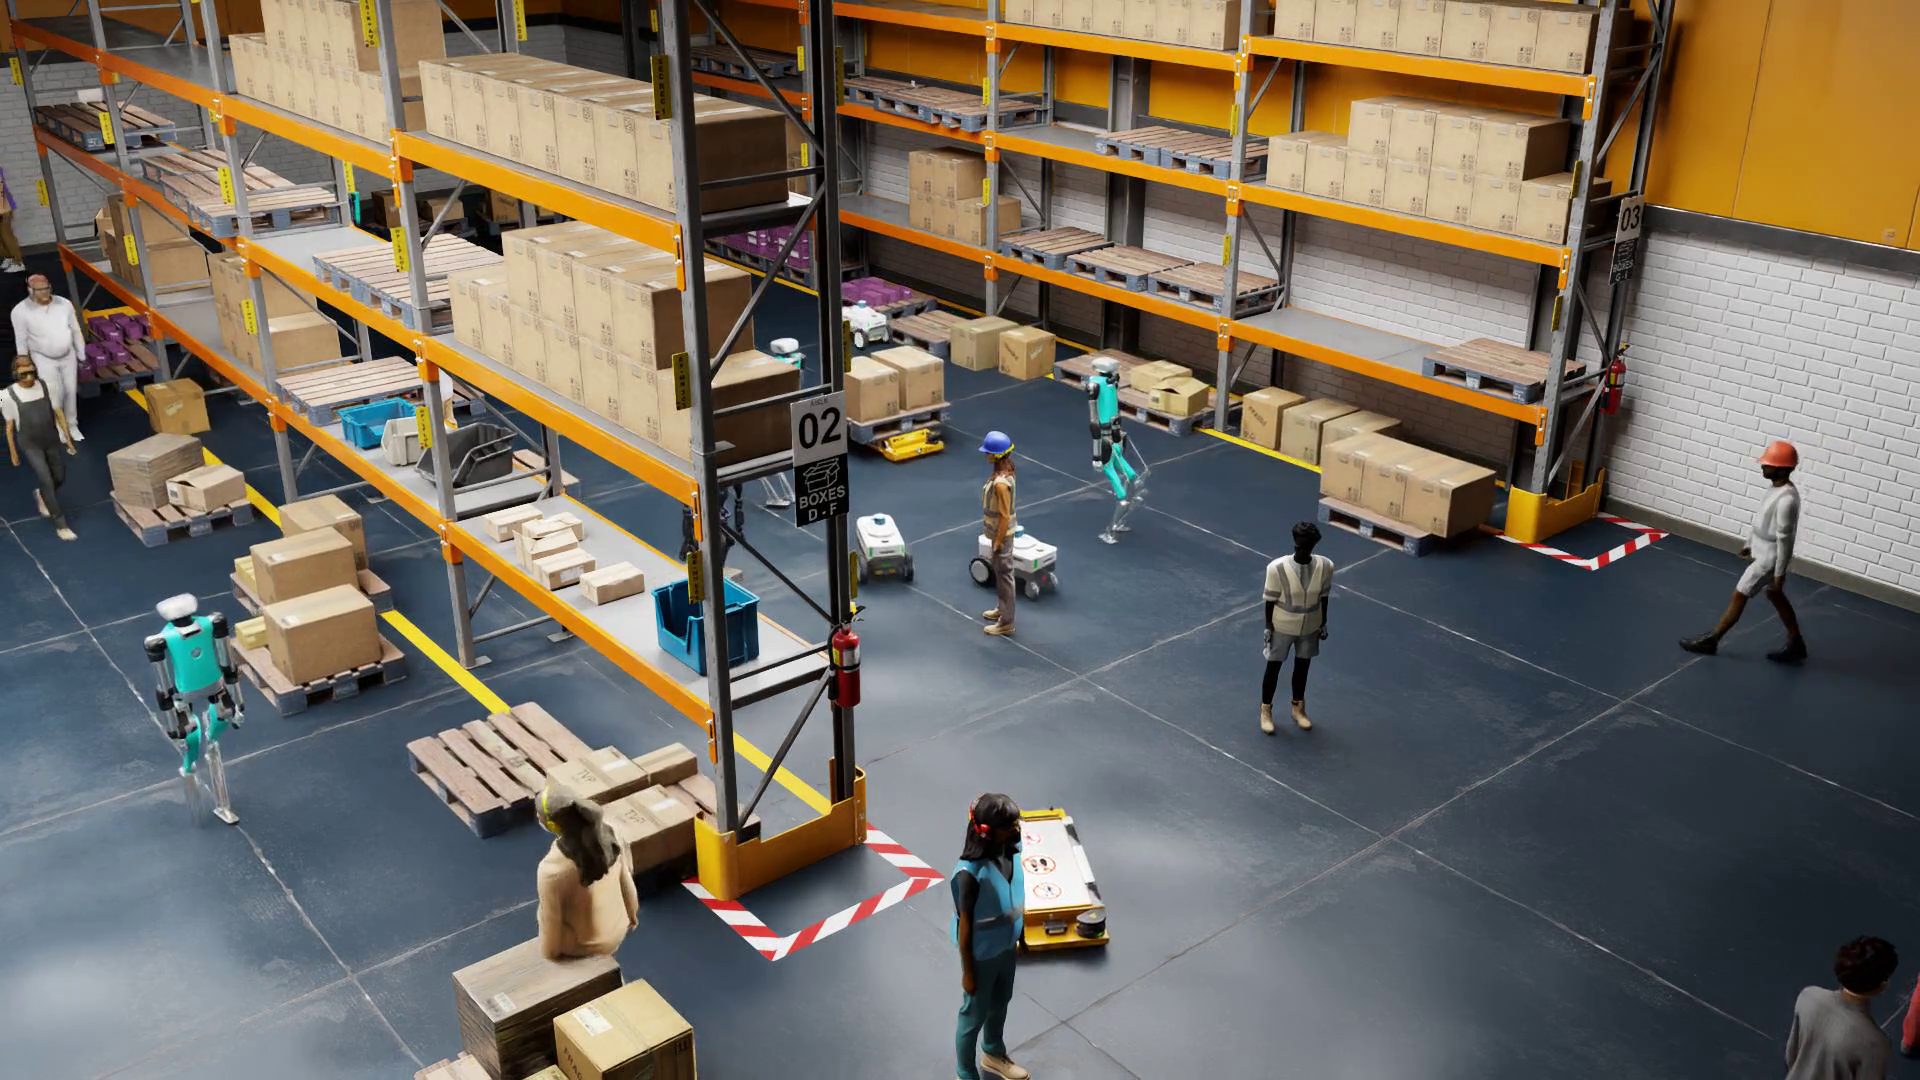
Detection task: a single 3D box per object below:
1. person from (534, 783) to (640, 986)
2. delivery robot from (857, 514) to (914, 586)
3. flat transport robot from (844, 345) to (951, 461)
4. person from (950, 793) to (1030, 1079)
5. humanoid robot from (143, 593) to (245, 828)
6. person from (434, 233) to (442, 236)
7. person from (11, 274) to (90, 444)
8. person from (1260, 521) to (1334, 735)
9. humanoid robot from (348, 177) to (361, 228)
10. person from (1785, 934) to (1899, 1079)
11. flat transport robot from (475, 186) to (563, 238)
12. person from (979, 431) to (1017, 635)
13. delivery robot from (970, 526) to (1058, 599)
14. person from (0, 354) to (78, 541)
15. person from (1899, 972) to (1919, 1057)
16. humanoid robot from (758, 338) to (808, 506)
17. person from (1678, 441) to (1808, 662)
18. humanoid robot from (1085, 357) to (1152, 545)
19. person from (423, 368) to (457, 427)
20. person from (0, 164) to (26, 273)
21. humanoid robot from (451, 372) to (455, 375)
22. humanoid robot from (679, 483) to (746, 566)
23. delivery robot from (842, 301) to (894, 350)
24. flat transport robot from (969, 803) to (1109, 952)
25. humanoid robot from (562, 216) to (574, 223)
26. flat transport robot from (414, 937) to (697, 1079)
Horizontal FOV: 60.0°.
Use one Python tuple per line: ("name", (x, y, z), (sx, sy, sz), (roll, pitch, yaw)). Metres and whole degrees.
("person", (-1.965, 2.085, 8.814), (0.419, 1.862, 0.601), (11, 26, 25))
("delivery robot", (-0.720, 0.071, 15.142), (0.499, 0.614, 0.815), (-5, 24, -11))
("flat transport robot", (-0.864, -1.214, 18.455), (0.659, 0.231, 1.431), (-16, 28, -33))
("person", (0.150, 2.134, 8.704), (0.390, 1.860, 0.506), (18, 29, 36))
("humanoid robot", (-5.139, 1.187, 11.162), (0.666, 1.897, 0.547), (20, 30, 38))
("person", (-6.453, -3.040, 20.929), (0.445, 1.658, 0.285), (16, 28, 33))
("person", (-9.859, -1.965, 18.141), (0.472, 1.889, 0.650), (18, 29, 36))
("person", (2.493, 0.638, 12.359), (0.534, 1.699, 0.322), (-4, 24, -9))
("humanoid robot", (-8.923, -4.266, 23.741), (1.032, 1.782, 0.530), (-7, 24, -16))
("person", (3.969, 2.604, 7.580), (0.558, 1.877, 0.560), (-12, 26, -25))
("flat transport robot", (-7.266, -5.091, 27.433), (0.659, 0.231, 1.431), (-12, 26, -25))
("person", (0.316, -0.061, 13.879), (0.323, 1.776, 0.475), (1, 23, 2))
("delivery robot", (0.497, 0.168, 14.915), (0.816, 0.612, 0.499), (19, 30, 37))
("person", (-8.796, -0.931, 15.862), (0.809, 1.814, 0.533), (18, 29, 36))
("person", (5.447, 2.089, 8.930), (0.342, 1.756, 0.517), (-22, 31, -40))
("humanoid robot", (-1.864, -1.176, 16.448), (0.682, 1.739, 0.543), (14, 27, 30))
("person", (6.498, 0.100, 13.373), (0.987, 1.887, 0.562), (8, 25, 18))
("humanoid robot", (1.533, -0.839, 15.678), (0.711, 1.742, 0.551), (13, 27, 28))
("person", (-5.462, -1.535, 17.325), (0.325, 1.751, 0.560), (4, 24, 8))
("person", (-14.553, -4.989, 25.129), (0.549, 1.915, 0.490), (21, 31, 40))
("humanoid robot", (-6.259, -2.827, 20.405), (0.415, 1.649, 0.591), (10, 25, 23))
("humanoid robot", (-2.085, -0.060, 14.027), (0.609, 1.639, 0.523), (-15, 28, -31))
("delivery robot", (-1.271, -2.845, 21.849), (0.499, 0.578, 0.764), (-18, 29, -36))
("flat transport robot", (0.485, 2.136, 10.698), (0.659, 0.231, 1.431), (-3, 24, -7))
("humanoid robot", (-5.069, -3.411, 21.758), (0.603, 1.640, 0.371), (-7, 24, -15))
("flat transport robot", (-2.079, 3.096, 8.474), (1.431, 0.231, 0.659), (-18, 29, -36))
